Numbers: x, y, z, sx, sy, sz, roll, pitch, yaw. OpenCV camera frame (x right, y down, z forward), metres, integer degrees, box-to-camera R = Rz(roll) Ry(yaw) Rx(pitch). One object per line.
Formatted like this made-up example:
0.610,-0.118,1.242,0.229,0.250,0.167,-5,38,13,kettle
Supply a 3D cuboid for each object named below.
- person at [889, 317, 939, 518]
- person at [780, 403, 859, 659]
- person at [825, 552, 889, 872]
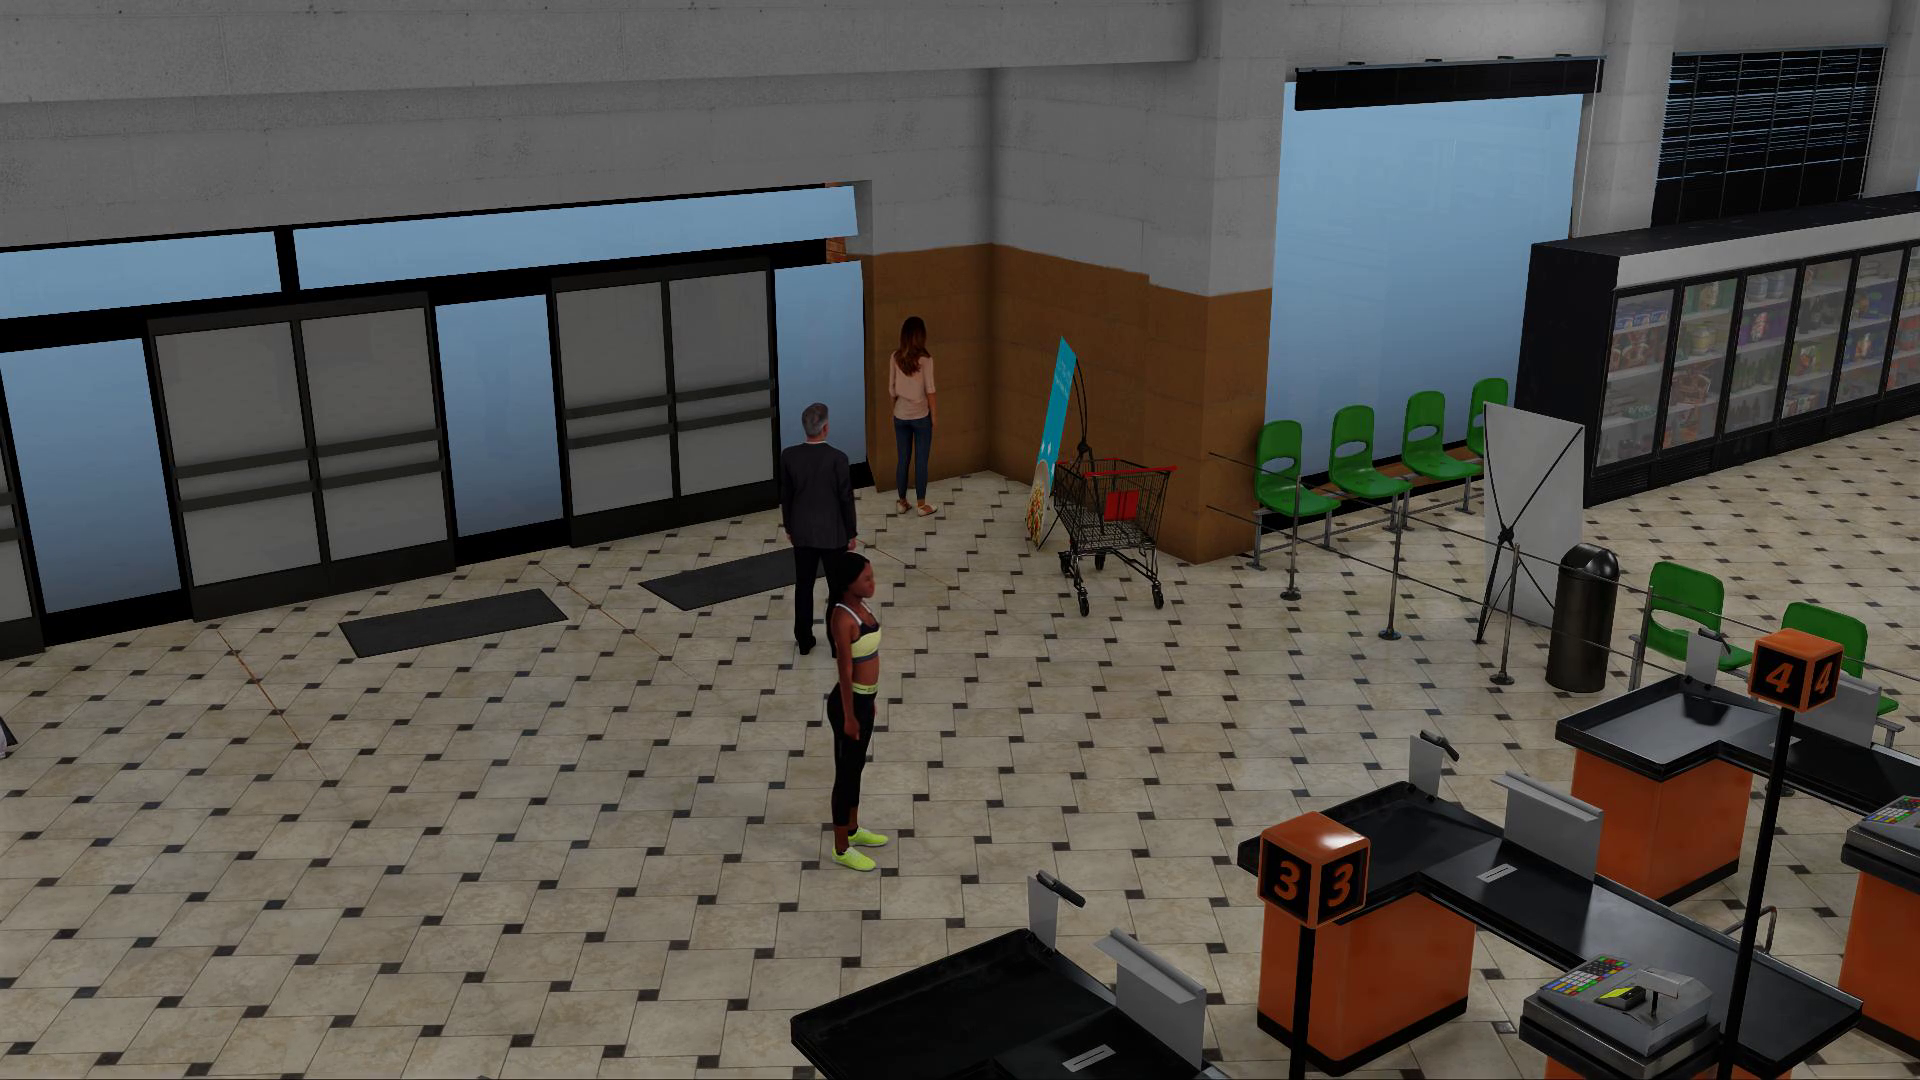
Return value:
-0.424,-1.101,14.805,0.621,1.791,0.734,8,20,23,person
-0.981,-0.072,11.672,0.773,1.842,0.860,5,19,15,person
-0.585,0.898,8.931,0.693,1.755,0.639,4,19,12,person
